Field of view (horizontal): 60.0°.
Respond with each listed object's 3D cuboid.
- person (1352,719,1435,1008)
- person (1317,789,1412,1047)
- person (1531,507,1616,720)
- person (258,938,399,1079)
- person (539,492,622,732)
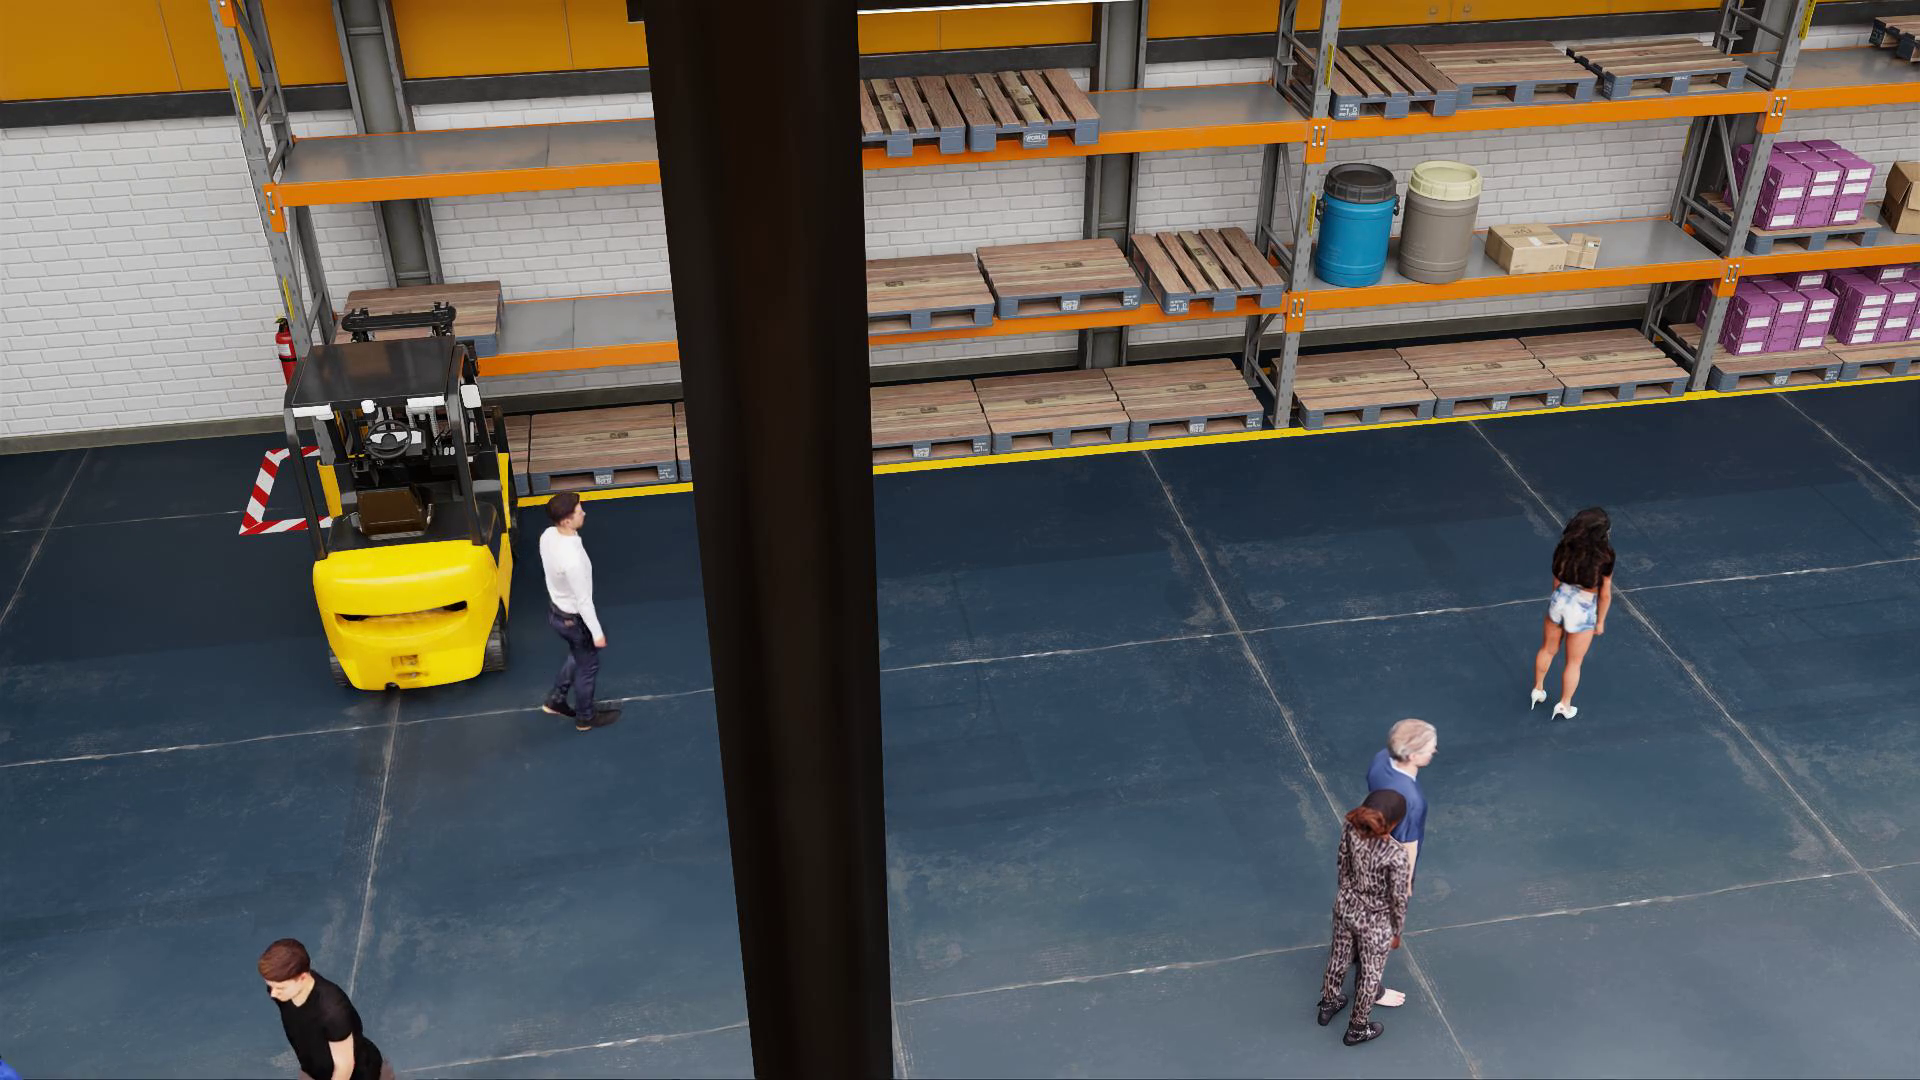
[{"bbox_3d":[2.307,1.710,8.957,0.564,1.870,0.673,-3,34,-4],"label":"person"},{"bbox_3d":[2.123,1.961,8.721,0.693,1.714,0.669,-22,40,-30],"label":"person"},{"bbox_3d":[4.055,0.489,11.014,0.684,1.627,0.655,-23,40,-31],"label":"person"},{"bbox_3d":[-2.858,2.447,7.905,1.258,1.808,1.142,13,36,19],"label":"person"},{"bbox_3d":[-2.595,0.516,10.769,0.847,1.853,0.770,-19,38,-26],"label":"person"}]
